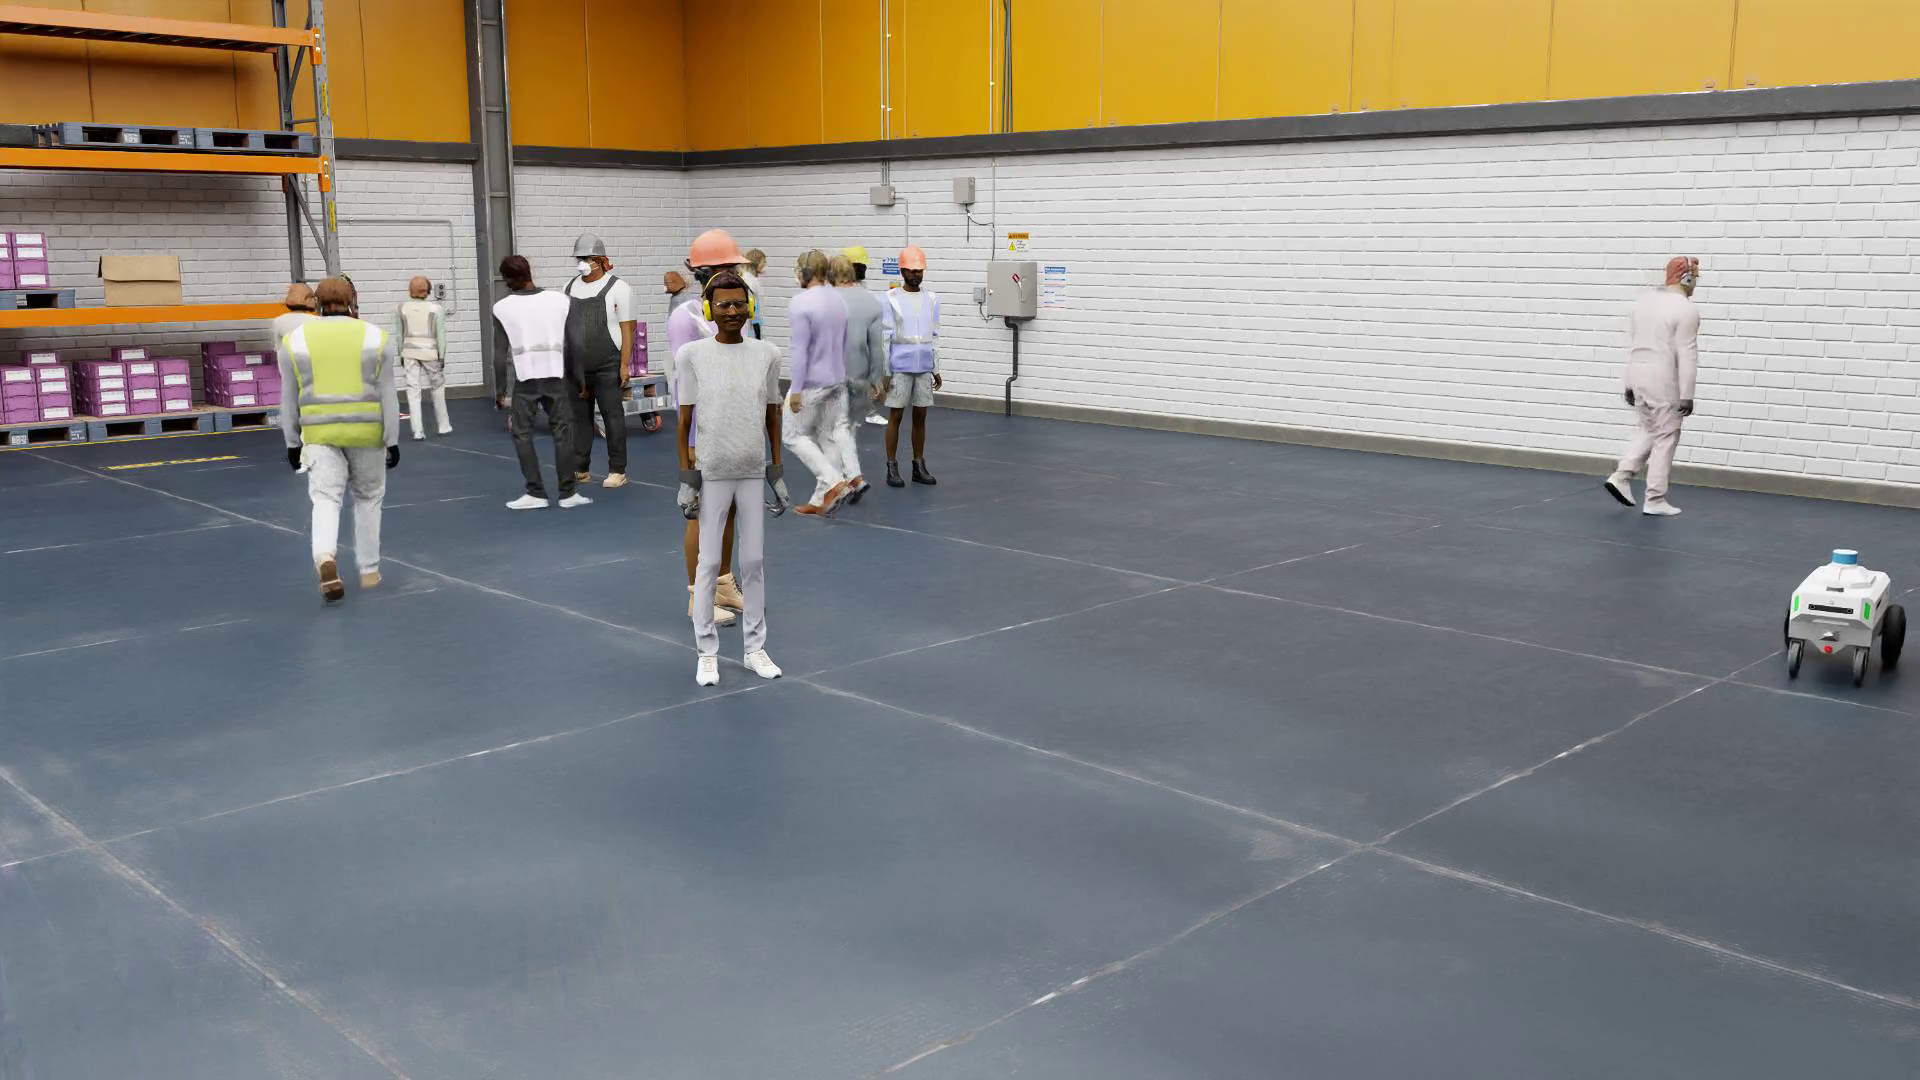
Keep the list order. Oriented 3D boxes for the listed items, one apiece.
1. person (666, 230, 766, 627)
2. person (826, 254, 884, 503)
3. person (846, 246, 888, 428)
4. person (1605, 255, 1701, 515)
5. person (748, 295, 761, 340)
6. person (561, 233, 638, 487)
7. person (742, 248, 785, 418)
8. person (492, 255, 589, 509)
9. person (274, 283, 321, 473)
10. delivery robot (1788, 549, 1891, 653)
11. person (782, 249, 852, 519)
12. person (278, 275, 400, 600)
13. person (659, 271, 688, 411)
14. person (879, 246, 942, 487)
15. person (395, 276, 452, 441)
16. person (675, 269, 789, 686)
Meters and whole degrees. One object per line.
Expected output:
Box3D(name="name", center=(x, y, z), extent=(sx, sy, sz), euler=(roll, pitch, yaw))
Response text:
Box3D(name="person", center=(-1.257, -0.583, 8.703), extent=(0.361, 2.048, 0.614), euler=(5, 11, 25))
Box3D(name="person", center=(-0.875, -1.237, 12.746), extent=(0.642, 1.894, 1.019), euler=(-4, 11, -19))
Box3D(name="person", center=(-1.032, -2.110, 17.403), extent=(0.715, 1.902, 0.607), euler=(6, 12, 31))
Box3D(name="person", center=(5.050, -1.109, 12.030), extent=(0.476, 1.883, 0.701), euler=(-3, 11, -15))
Box3D(name="person", center=(-2.398, -2.064, 17.789), extent=(0.543, 1.670, 0.465), euler=(-2, 11, -12))
Box3D(name="person", center=(-2.963, -1.437, 13.378), extent=(0.674, 2.000, 0.535), euler=(4, 11, 19))
Box3D(name="person", center=(-2.330, -2.280, 18.443), extent=(1.056, 1.886, 0.638), euler=(-2, 11, -10))
Box3D(name="person", center=(-3.088, -1.156, 12.317), extent=(0.700, 1.883, 0.370), euler=(-5, 11, -24))
Box3D(name="person", center=(-5.599, -1.383, 14.236), extent=(0.508, 1.622, 0.397), euler=(1, 10, 6))
Box3D(name="delivery robot", center=(4.115, 0.289, 7.769), extent=(0.477, 0.478, 0.707), euler=(7, 12, 34))
Box3D(name="person", center=(-1.000, -1.085, 11.779), extent=(0.473, 1.925, 0.643), euler=(6, 12, 30))
Box3D(name="person", center=(-3.457, -0.569, 9.297), extent=(0.628, 1.812, 0.808), euler=(-3, 11, -14))
Box3D(name="person", center=(-3.251, -2.255, 18.992), extent=(0.592, 1.606, 0.513), euler=(-5, 12, -27))
Box3D(name="person", center=(-0.384, -1.396, 13.440), extent=(0.547, 1.937, 0.379), euler=(-5, 12, -27))
Box3D(name="person", center=(-5.343, -1.813, 16.593), extent=(0.524, 1.605, 0.775), euler=(-1, 10, -3))
Box3D(name="person", center=(-1.027, -0.280, 7.541), extent=(0.515, 1.872, 0.328), euler=(-5, 11, -24))
